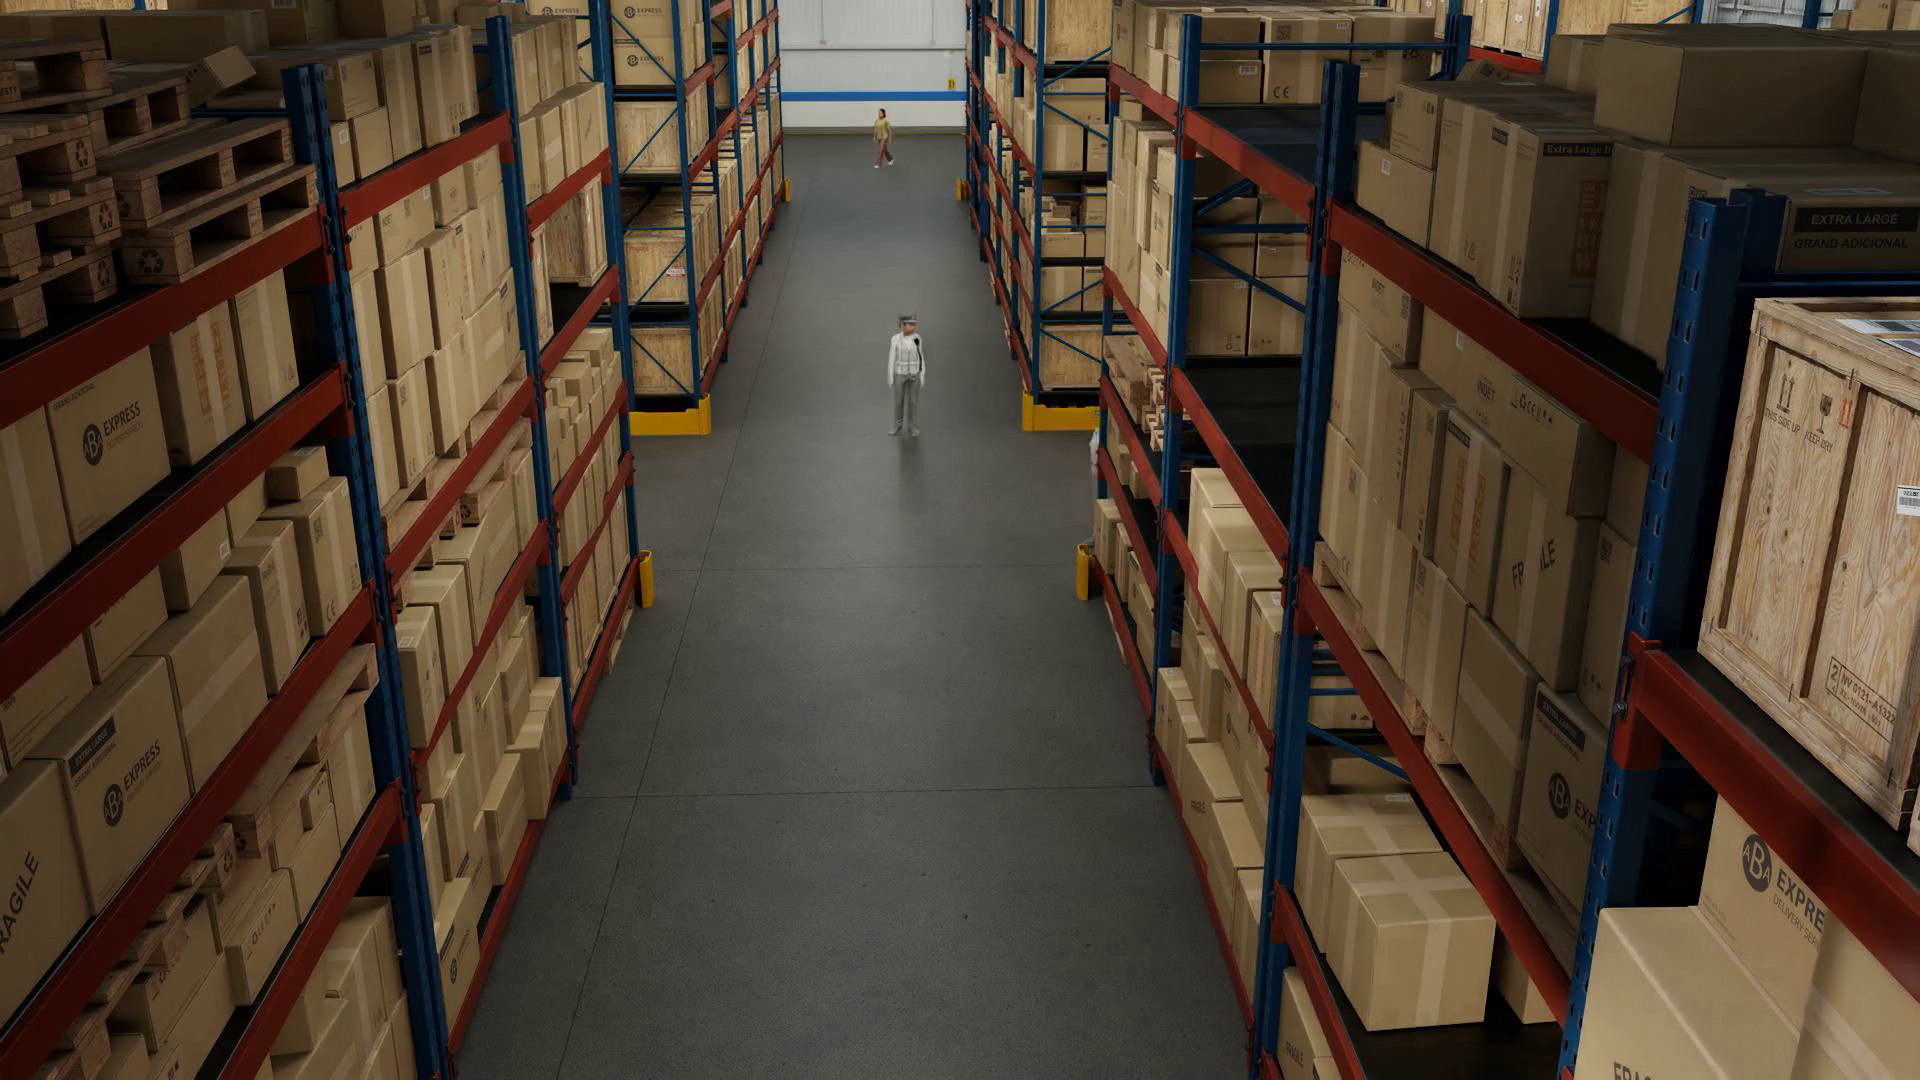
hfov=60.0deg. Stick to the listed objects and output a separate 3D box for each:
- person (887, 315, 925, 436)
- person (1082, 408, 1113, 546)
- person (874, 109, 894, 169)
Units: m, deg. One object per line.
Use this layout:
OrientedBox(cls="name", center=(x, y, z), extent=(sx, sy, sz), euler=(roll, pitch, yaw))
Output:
OrientedBox(cls="person", center=(-0.740, -2.241, 22.656), extent=(0.523, 1.709, 0.382), euler=(-5, 21, -12))
OrientedBox(cls="person", center=(1.708, -0.748, 18.627), extent=(0.669, 1.647, 0.550), euler=(-16, 25, -36))
OrientedBox(cls="person", center=(-2.201, -11.460, 47.368), extent=(0.459, 1.630, 1.028), euler=(14, 25, 33))
